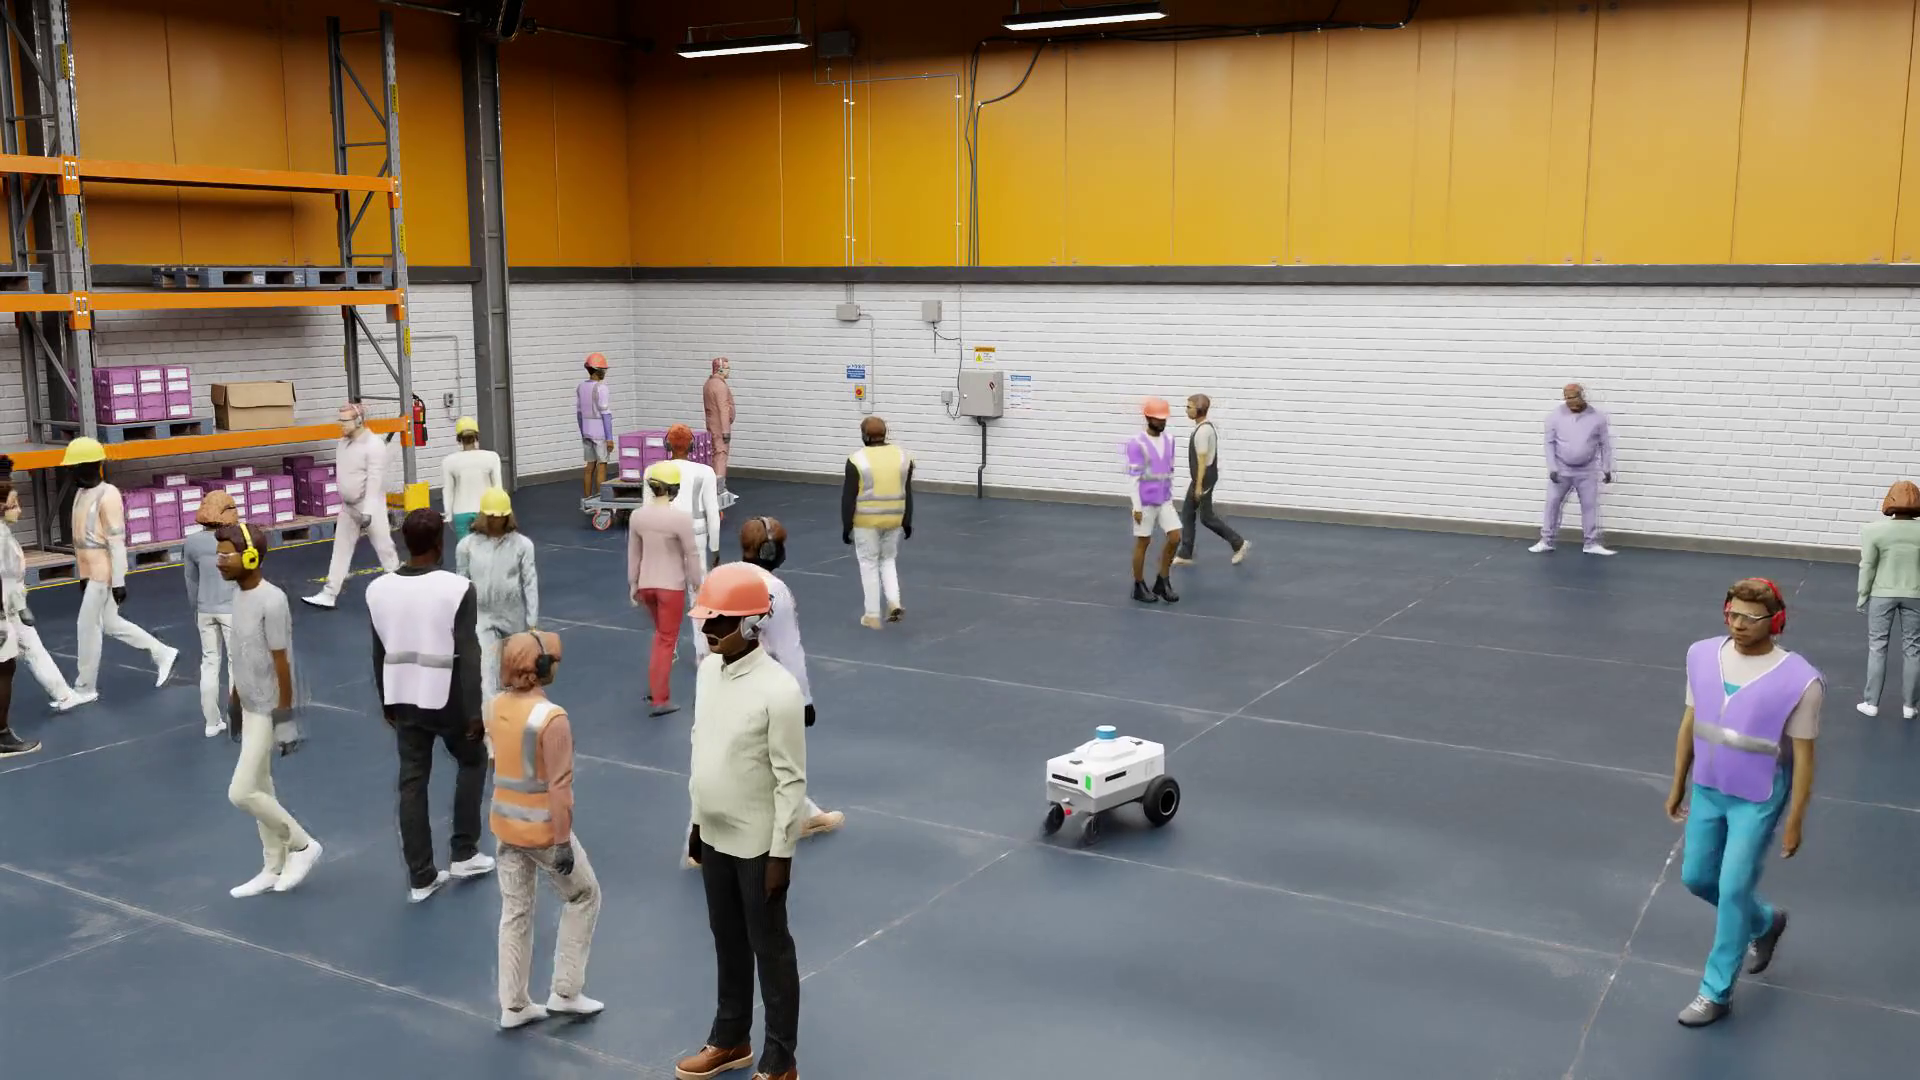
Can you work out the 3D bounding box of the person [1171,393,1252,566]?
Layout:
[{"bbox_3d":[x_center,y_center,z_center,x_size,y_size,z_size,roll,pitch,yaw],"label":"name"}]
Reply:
[{"bbox_3d":[2.567,-0.606,17.108,0.829,1.817,0.522,1,9,3],"label":"person"}]

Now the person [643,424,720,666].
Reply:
[{"bbox_3d":[-2.143,0.040,12.854,0.587,1.883,0.342,0,9,2],"label":"person"}]

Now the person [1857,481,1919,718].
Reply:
[{"bbox_3d":[6.395,0.407,11.351,0.497,1.632,0.289,3,10,18],"label":"person"}]

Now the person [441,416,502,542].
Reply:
[{"bbox_3d":[-4.408,-0.245,15.053,0.538,1.746,0.576,-2,9,-14],"label":"person"}]

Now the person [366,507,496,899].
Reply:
[{"bbox_3d":[-2.573,0.777,8.197,0.638,1.895,0.652,2,9,13],"label":"person"}]

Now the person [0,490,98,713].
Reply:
[{"bbox_3d":[-6.303,0.458,11.146,0.847,1.600,0.521,-3,10,-21],"label":"person"}]

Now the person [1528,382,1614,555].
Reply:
[{"bbox_3d":[6.669,-0.761,17.939,0.841,1.875,0.395,3,9,15],"label":"person"}]

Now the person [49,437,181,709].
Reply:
[{"bbox_3d":[-6.048,0.203,11.816,0.869,1.896,0.599,-9,13,-43],"label":"person"}]

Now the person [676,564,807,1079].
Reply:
[{"bbox_3d":[-0.801,1.069,6.091,0.377,1.995,0.612,-8,12,-43],"label":"person"}]

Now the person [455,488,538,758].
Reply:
[{"bbox_3d":[-2.945,0.497,10.618,0.490,1.679,0.928,-4,10,-22],"label":"person"}]

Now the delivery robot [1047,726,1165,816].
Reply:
[{"bbox_3d":[0.797,1.260,9.089,0.477,0.478,0.707,9,12,44],"label":"delivery robot"}]

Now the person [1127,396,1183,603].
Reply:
[{"bbox_3d":[1.801,-0.356,15.216,0.589,1.914,0.587,-6,11,-34],"label":"person"}]

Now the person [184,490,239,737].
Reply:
[{"bbox_3d":[-4.801,0.485,10.863,0.501,1.633,0.279,2,9,14],"label":"person"}]

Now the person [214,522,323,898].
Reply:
[{"bbox_3d":[-3.411,0.831,8.021,0.390,1.852,0.548,-8,12,-41],"label":"person"}]

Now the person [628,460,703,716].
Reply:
[{"bbox_3d":[-2.011,0.326,11.479,0.531,1.749,0.518,5,11,31],"label":"person"}]

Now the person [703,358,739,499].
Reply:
[{"bbox_3d":[-3.220,-1.505,22.432,0.400,1.907,0.645,-4,10,-26],"label":"person"}]

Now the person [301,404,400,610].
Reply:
[{"bbox_3d":[-5.453,-0.289,14.981,0.659,1.855,0.975,6,11,34],"label":"person"}]

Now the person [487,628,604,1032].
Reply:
[{"bbox_3d":[-1.662,1.156,6.685,0.553,1.615,0.529,8,12,41],"label":"person"}]

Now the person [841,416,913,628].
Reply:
[{"bbox_3d":[-0.715,-0.148,14.189,0.645,1.827,0.443,-5,10,-29],"label":"person"}]

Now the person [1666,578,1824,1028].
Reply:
[{"bbox_3d":[3.207,1.037,6.792,0.705,1.826,0.583,-5,10,-29],"label":"person"}]

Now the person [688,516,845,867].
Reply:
[{"bbox_3d":[-1.031,0.769,8.616,0.979,1.792,0.647,-6,11,-33],"label":"person"}]

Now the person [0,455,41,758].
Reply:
[{"bbox_3d":[-6.120,0.418,10.329,0.654,1.943,0.598,8,12,41],"label":"person"}]

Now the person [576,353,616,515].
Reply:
[{"bbox_3d":[-4.545,-1.313,20.869,0.621,2.044,0.435,8,12,43],"label":"person"}]
